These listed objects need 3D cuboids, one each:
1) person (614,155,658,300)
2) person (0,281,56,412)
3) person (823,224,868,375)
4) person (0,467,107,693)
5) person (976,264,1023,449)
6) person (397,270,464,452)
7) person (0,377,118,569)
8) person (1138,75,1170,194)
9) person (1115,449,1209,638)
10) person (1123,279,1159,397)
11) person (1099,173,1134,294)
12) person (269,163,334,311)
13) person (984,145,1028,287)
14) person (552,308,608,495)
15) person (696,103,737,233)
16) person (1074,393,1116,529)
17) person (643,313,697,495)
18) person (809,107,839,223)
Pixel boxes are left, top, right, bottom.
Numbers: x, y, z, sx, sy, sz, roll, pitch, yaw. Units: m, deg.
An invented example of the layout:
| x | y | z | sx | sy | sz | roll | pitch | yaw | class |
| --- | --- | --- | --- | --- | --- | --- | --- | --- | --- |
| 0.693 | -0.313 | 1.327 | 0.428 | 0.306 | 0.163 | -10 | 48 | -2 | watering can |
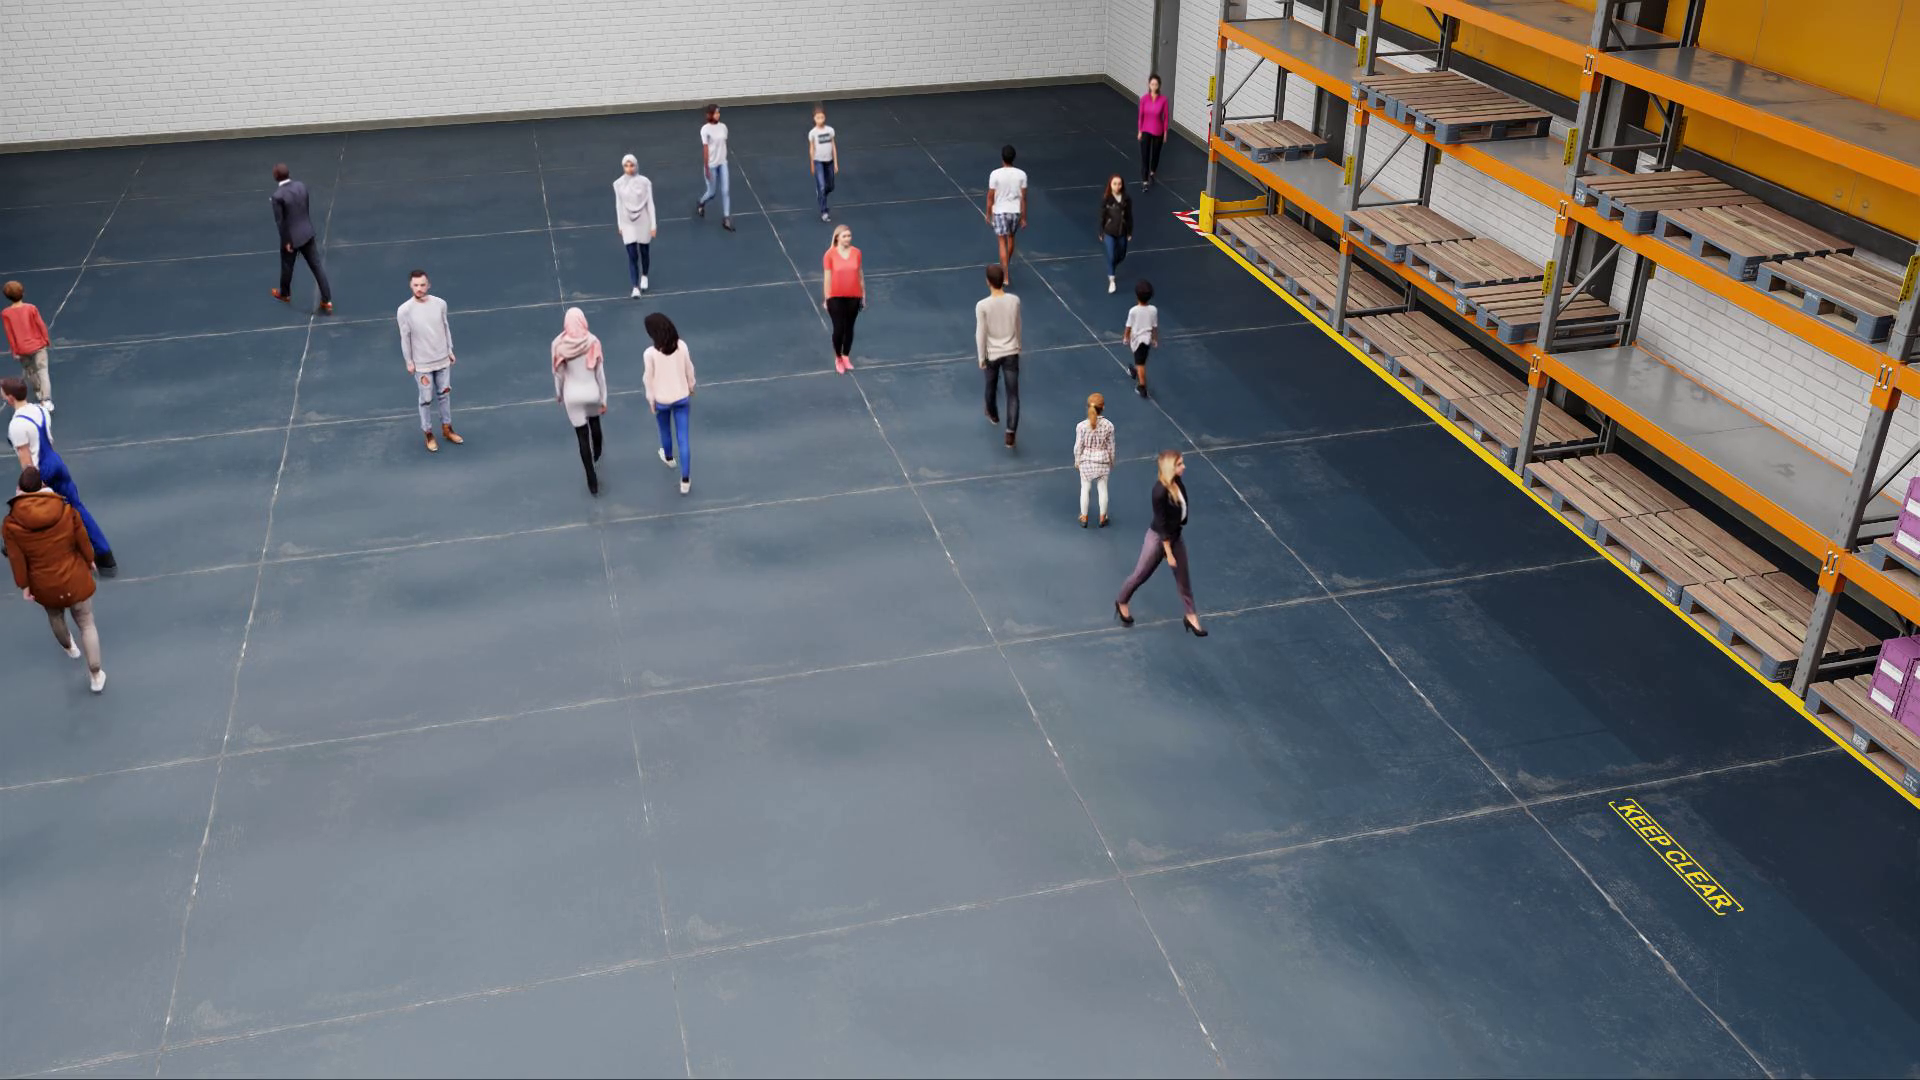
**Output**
| x | y | z | sx | sy | sz | roll | pitch | yaw | class |
| --- | --- | --- | --- | --- | --- | --- | --- | --- | --- |
| -3.964 | -3.877 | 20.480 | 0.760 | 1.733 | 1.147 | -3 | 29 | -5 | person |
| -9.719 | -1.999 | 17.400 | 0.598 | 1.385 | 0.969 | -11 | 31 | -20 | person |
| -1.319 | -2.677 | 18.336 | 0.663 | 1.679 | 0.692 | -13 | 31 | -22 | person |
| -6.846 | 0.352 | 12.667 | 0.874 | 1.791 | 1.155 | -15 | 32 | -25 | person |
| 0.438 | -1.786 | 16.565 | 0.757 | 1.812 | 1.267 | -4 | 29 | -7 | person |
| -5.300 | -1.825 | 16.608 | 0.762 | 1.840 | 0.738 | -23 | 36 | -35 | person |
| -7.756 | -0.517 | 14.253 | 1.088 | 1.798 | 1.306 | 5 | 29 | 9 | person |
| 2.835 | -5.967 | 24.397 | 0.879 | 1.652 | 1.186 | 3 | 29 | 6 | person |
| 1.545 | 0.040 | 13.420 | 1.108 | 1.617 | 1.023 | 17 | 33 | 28 | person |
| 1.965 | -2.137 | 17.815 | 0.519 | 1.230 | 0.841 | -8 | 30 | -15 | person |
| 1.931 | -3.854 | 20.711 | 0.642 | 1.471 | 0.848 | -2 | 29 | -4 | person |
| -7.856 | -3.582 | 19.895 | 1.286 | 1.776 | 1.160 | 19 | 34 | 31 | person |
| 0.593 | -4.017 | 20.783 | 0.723 | 1.688 | 1.100 | -5 | 29 | -9 | person |
| -3.554 | -1.283 | 15.691 | 0.654 | 1.766 | 1.111 | -9 | 30 | -15 | person |
| -3.391 | -5.117 | 22.785 | 0.872 | 1.703 | 1.086 | -24 | 36 | -36 | person |
| 1.226 | -0.723 | 15.139 | 0.585 | 1.311 | 0.591 | 1 | 29 | 1 | person |
| -2.713 | -1.257 | 15.682 | 0.741 | 1.729 | 1.051 | -9 | 30 | -15 | person |
| -1.927 | -5.285 | 23.257 | 0.629 | 1.546 | 0.933 | -12 | 31 | -20 | person |
